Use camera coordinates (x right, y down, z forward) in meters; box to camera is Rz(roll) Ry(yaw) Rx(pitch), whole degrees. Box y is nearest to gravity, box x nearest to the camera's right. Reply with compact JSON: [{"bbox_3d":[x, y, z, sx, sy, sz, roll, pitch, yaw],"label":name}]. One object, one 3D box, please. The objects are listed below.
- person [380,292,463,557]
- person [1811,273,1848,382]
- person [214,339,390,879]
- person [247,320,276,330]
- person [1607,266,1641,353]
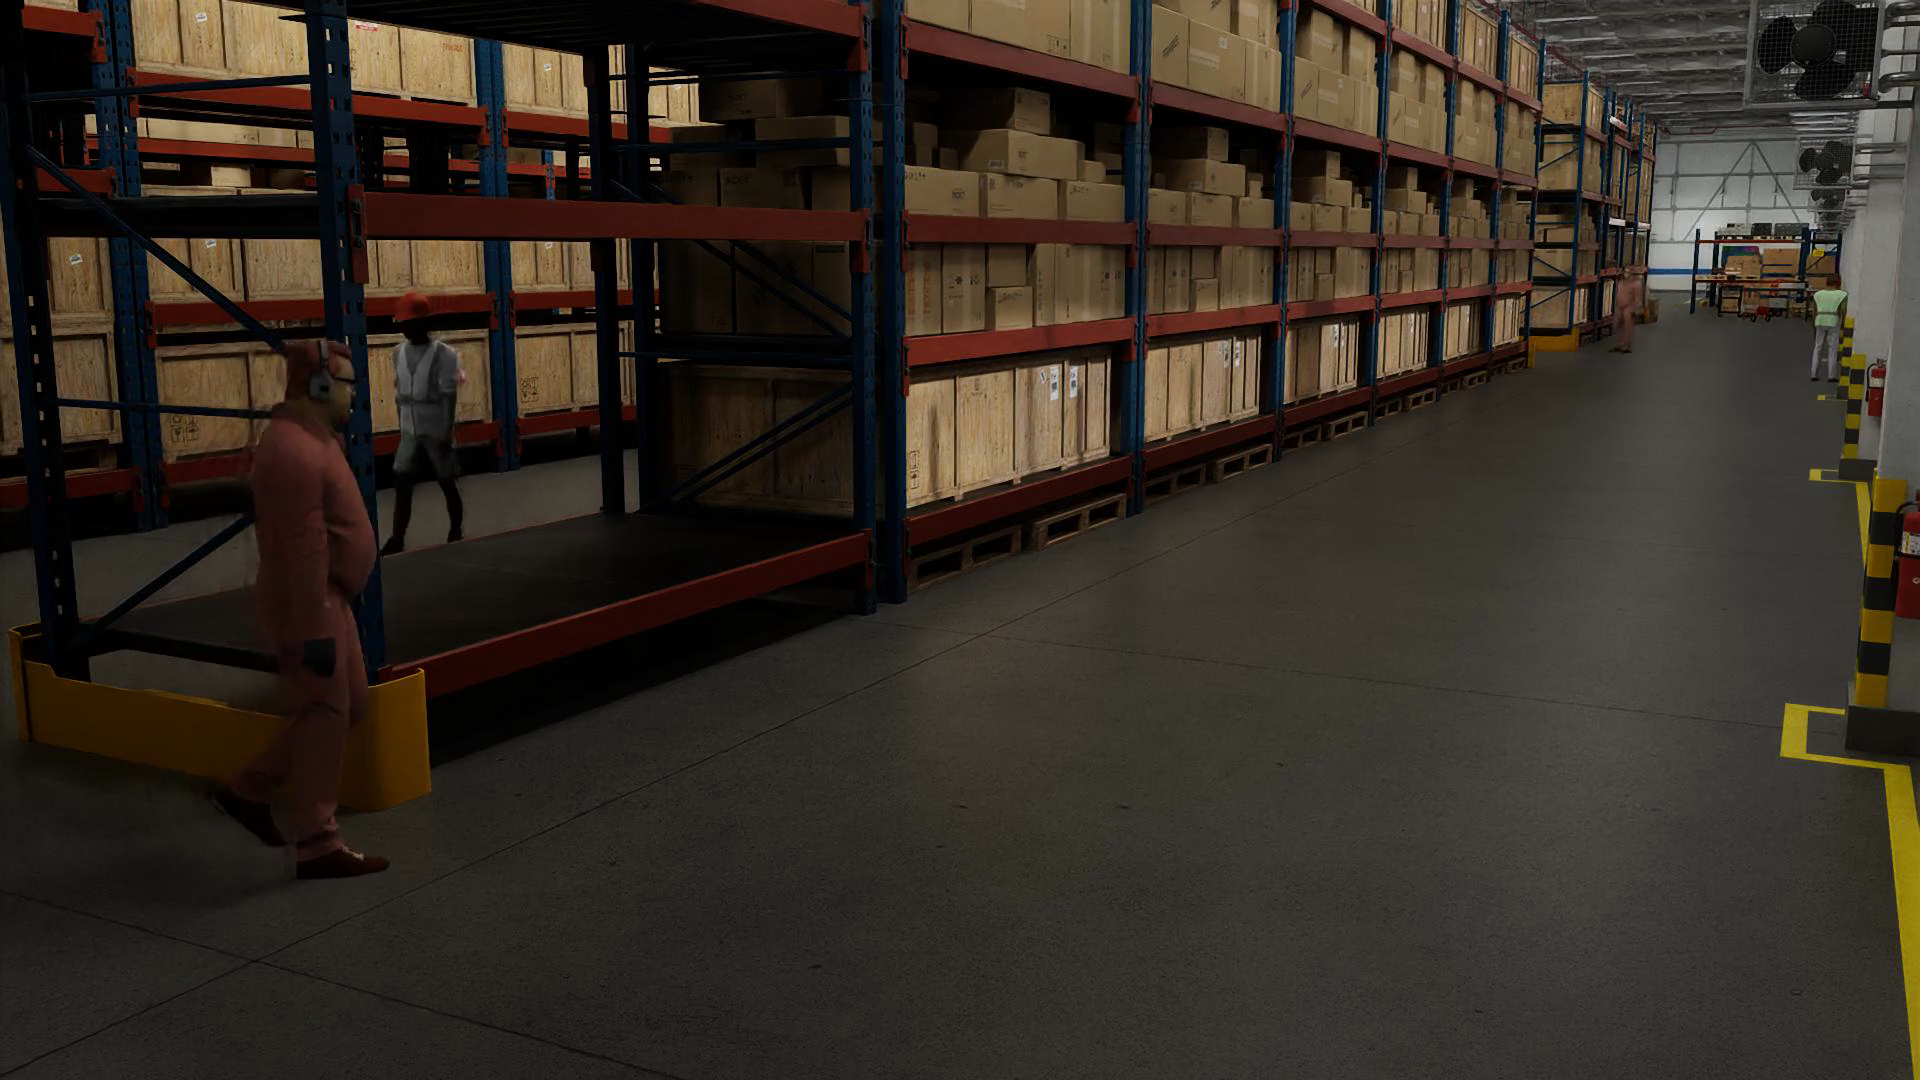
[{"bbox_3d":[-3.731,-0.736,11.429,0.561,1.892,0.945,3,10,18],"label":"person"},{"bbox_3d":[14.676,-3.581,28.112,0.394,1.836,0.561,-8,13,-39],"label":"person"},{"bbox_3d":[-2.307,0.247,5.808,0.530,1.885,0.677,-3,10,-16],"label":"person"},{"bbox_3d":[-8.023,-1.961,19.047,0.488,1.718,0.711,6,11,29],"label":"person"},{"bbox_3d":[14.407,-5.003,36.163,0.657,1.887,0.673,-5,11,-25],"label":"person"}]
